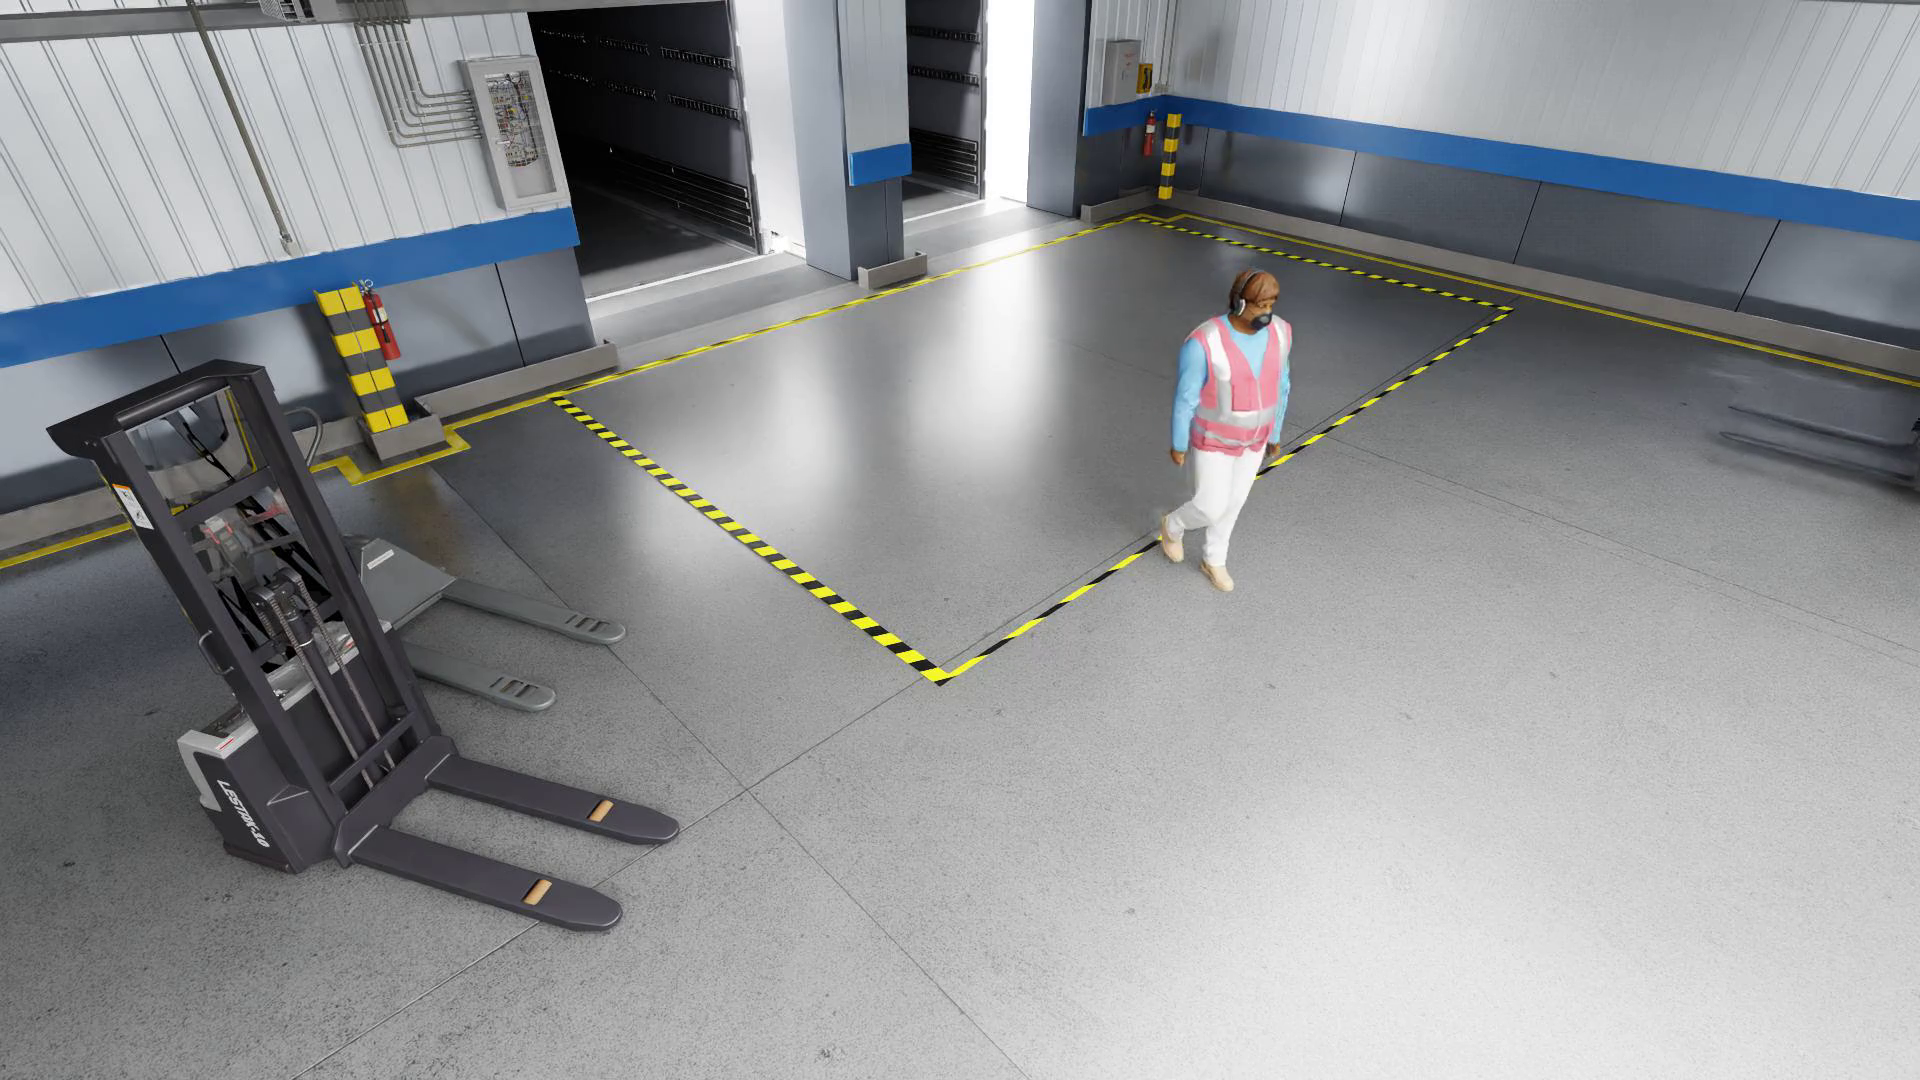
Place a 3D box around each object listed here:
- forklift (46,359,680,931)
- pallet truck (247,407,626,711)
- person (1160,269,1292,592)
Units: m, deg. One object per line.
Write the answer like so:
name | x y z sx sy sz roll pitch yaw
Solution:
forklift | -2.135 0.422 3.354 1.885 1.965 0.823 10 35 14
pallet truck | -2.628 0.038 4.590 1.601 1.201 0.680 12 36 18
person | 1.426 -0.570 4.963 0.629 1.826 0.536 -14 37 -19
